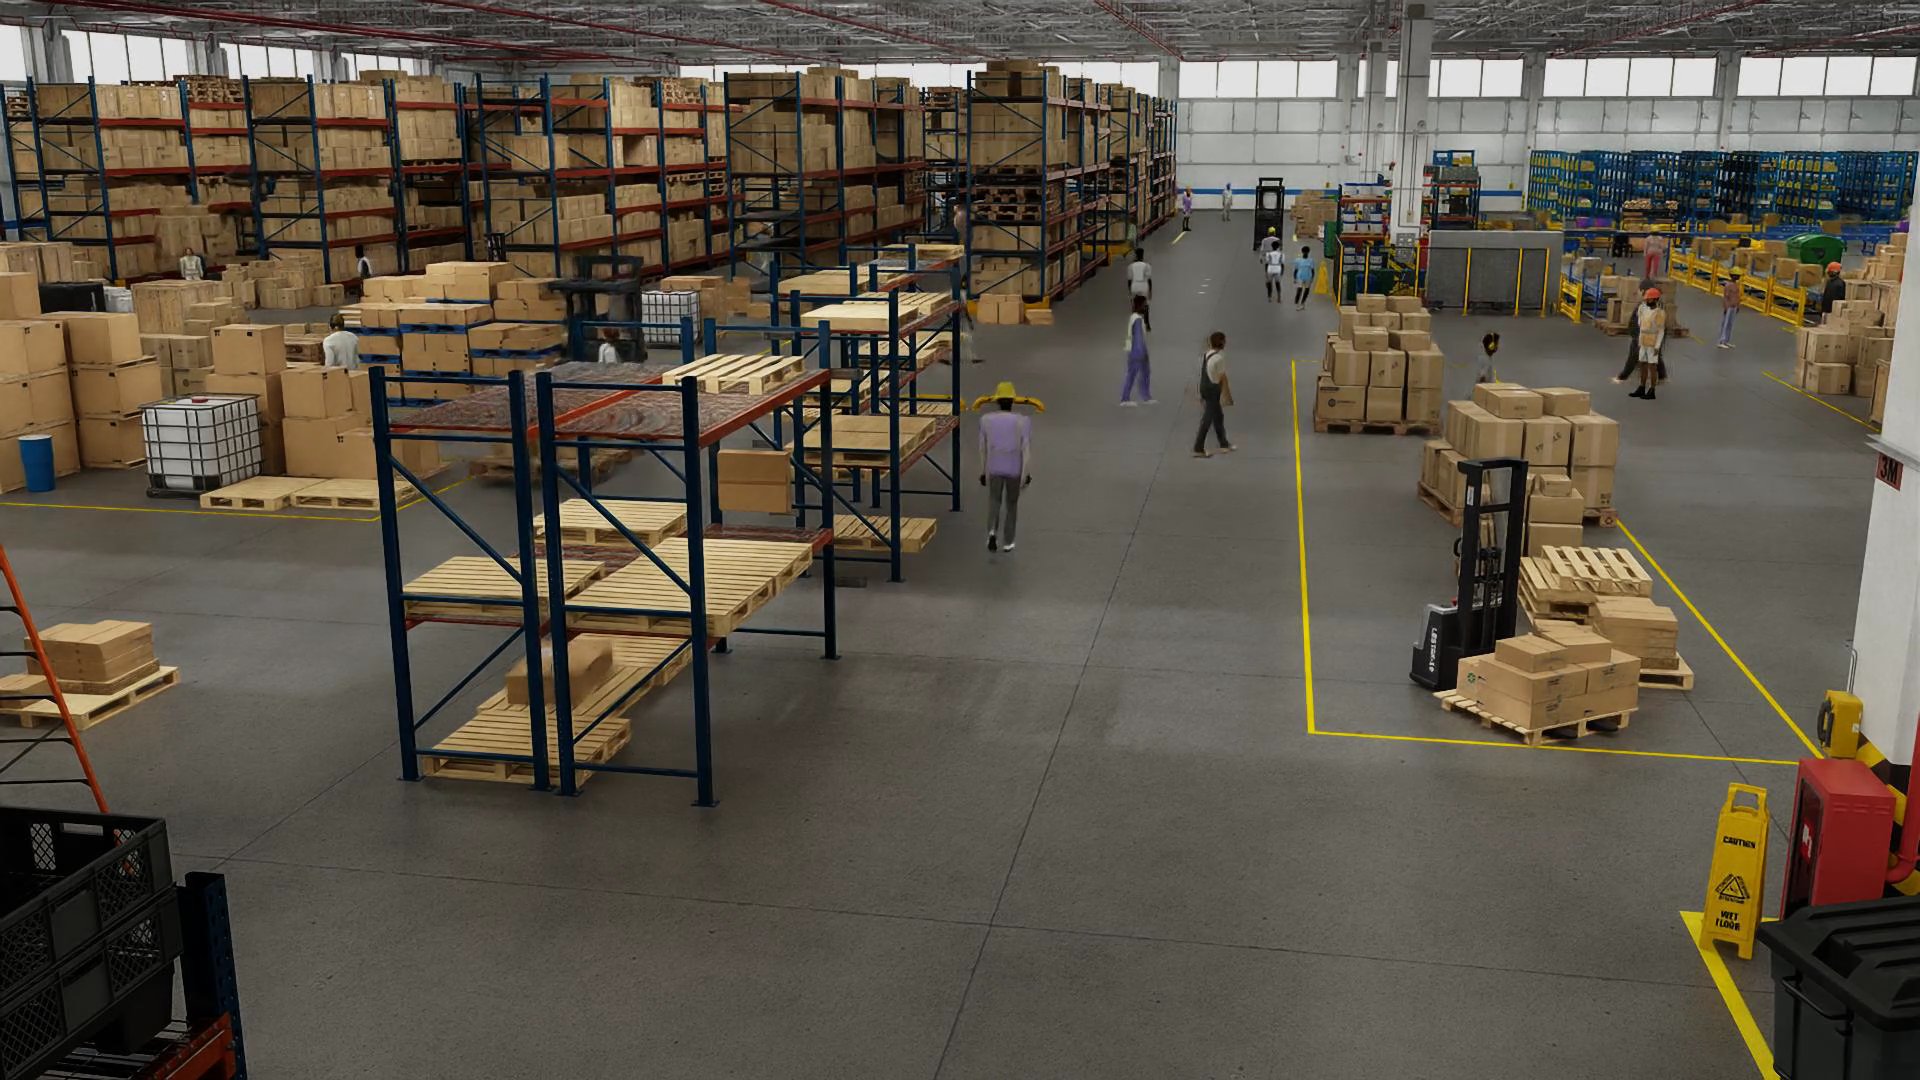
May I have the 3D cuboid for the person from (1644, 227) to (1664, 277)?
[{"bbox_3d":[21.393,-8.800,51.336,0.543,1.713,0.922,4,14,16],"label":"person"}]

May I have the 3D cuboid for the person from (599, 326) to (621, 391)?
[{"bbox_3d":[-5.079,-2.211,24.231,0.337,1.882,0.584,-6,15,-24],"label":"person"}]

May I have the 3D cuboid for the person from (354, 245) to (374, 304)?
[{"bbox_3d":[-14.646,-6.253,40.649,0.844,1.887,0.616,-7,16,-27],"label":"person"}]

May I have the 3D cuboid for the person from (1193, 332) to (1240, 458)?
[{"bbox_3d":[3.737,-2.073,23.842,0.892,1.805,0.515,-4,14,-14],"label":"person"}]

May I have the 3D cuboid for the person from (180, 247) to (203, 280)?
[{"bbox_3d":[-20.258,-6.918,43.865,0.539,1.618,0.512,-7,15,-25],"label":"person"}]

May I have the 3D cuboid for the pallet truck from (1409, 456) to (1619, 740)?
[{"bbox_3d":[4.504,0.400,13.395,0.823,1.965,1.885,-6,15,-23],"label":"pallet truck"}]

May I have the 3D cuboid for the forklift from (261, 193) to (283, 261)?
[{"bbox_3d":[-20.136,-8.729,48.644,1.873,2.768,1.129,-9,16,-31],"label":"forklift"}]

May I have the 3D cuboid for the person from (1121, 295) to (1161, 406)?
[{"bbox_3d":[3.114,-3.188,28.188,0.818,1.890,0.599,2,14,8],"label":"person"}]

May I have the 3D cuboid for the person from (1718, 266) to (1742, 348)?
[{"bbox_3d":[16.635,-5.015,35.878,0.527,1.760,0.331,-10,17,-36],"label":"person"}]

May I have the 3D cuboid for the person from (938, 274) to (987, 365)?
[{"bbox_3d":[0.017,-4.384,33.214,0.995,1.830,0.508,-2,14,-7],"label":"person"}]

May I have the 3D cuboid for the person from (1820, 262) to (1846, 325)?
[{"bbox_3d":[17.892,-4.718,34.193,0.388,1.986,0.623,-1,14,-4],"label":"person"}]

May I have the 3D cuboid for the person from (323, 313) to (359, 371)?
[{"bbox_3d":[-9.306,-2.442,25.057,0.373,1.940,0.629,7,15,25],"label":"person"}]

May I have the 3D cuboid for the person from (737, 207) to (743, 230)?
[{"bbox_3d":[-8.648,-12.227,65.312,0.573,1.676,0.536,4,15,17],"label":"person"}]

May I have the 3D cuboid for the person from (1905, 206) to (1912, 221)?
[{"bbox_3d":[40.379,-13.534,70.403,0.455,1.787,0.635,-7,15,-25],"label":"person"}]

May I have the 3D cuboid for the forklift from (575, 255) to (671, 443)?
[{"bbox_3d":[-5.110,-2.802,24.581,1.129,2.768,1.873,3,14,10],"label":"forklift"}]

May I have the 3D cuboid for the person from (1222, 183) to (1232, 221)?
[{"bbox_3d":[13.892,-17.537,86.328,0.616,1.942,0.408,-7,16,-27],"label":"person"}]

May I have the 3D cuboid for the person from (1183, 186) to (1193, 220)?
[{"bbox_3d":[11.993,-17.763,87.665,0.558,1.755,0.376,6,15,22],"label":"person"}]

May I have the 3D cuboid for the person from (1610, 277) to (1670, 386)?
[{"bbox_3d":[12.641,-3.853,30.576,1.004,2.000,0.691,8,16,31],"label":"person"}]

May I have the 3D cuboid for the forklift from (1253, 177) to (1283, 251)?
[{"bbox_3d":[12.083,-12.747,64.956,1.129,2.768,1.873,3,14,10],"label":"forklift"}]

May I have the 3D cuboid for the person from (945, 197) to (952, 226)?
[{"bbox_3d":[-0.497,-14.944,75.935,0.369,1.893,0.745,5,15,21],"label":"person"}]

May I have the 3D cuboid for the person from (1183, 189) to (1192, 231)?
[{"bbox_3d":[10.645,-15.412,77.724,0.547,1.934,0.376,-13,19,-42],"label":"person"}]

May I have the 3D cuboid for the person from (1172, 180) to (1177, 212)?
[{"bbox_3d":[11.738,-18.905,91.818,0.615,1.975,0.752,-11,18,-37],"label":"person"}]

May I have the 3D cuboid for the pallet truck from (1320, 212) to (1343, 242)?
[{"bbox_3d":[15.874,-13.227,70.310,0.680,1.201,1.601,10,17,35],"label":"pallet truck"}]

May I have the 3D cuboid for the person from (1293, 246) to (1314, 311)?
[{"bbox_3d":[8.959,-6.834,43.414,0.545,1.681,0.449,-2,14,-10],"label":"person"}]

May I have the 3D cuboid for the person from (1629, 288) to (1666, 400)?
[{"bbox_3d":[12.035,-3.428,29.062,0.358,1.938,0.548,-4,14,-17],"label":"person"}]

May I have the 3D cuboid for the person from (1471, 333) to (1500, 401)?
[{"bbox_3d":[7.467,-2.033,23.661,1.036,1.815,0.534,1,14,4],"label":"person"}]

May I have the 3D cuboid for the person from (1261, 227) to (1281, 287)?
[{"bbox_3d":[9.298,-8.461,49.767,0.600,1.809,0.788,2,14,7],"label":"person"}]

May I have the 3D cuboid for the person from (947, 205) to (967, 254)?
[{"bbox_3d":[-0.004,-11.791,63.225,0.973,1.851,0.656,-6,15,-23],"label":"person"}]

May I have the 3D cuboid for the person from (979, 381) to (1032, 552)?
[{"bbox_3d":[0.501,-0.802,18.437,0.586,1.916,0.457,3,14,11],"label":"person"}]

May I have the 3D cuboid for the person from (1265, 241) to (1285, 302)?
[{"bbox_3d":[8.601,-7.325,45.418,0.542,1.684,0.566,-1,14,-2],"label":"person"}]

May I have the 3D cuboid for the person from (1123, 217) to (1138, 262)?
[{"bbox_3d":[6.152,-10.737,59.399,0.553,1.619,0.504,2,14,9],"label":"person"}]

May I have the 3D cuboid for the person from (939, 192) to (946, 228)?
[{"bbox_3d":[-0.733,-14.677,74.804,0.392,1.920,0.645,-5,15,-20],"label":"person"}]

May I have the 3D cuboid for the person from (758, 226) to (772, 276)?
[{"bbox_3d":[-6.304,-9.270,53.471,0.516,1.606,0.650,6,15,23],"label":"person"}]

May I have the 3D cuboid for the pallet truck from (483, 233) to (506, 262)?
[{"bbox_3d":[-11.832,-7.026,43.548,1.885,1.965,0.823,8,16,28],"label":"pallet truck"}]

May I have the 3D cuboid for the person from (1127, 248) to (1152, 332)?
[{"bbox_3d":[4.194,-5.815,38.726,0.628,1.959,0.424,6,15,23],"label":"person"}]
